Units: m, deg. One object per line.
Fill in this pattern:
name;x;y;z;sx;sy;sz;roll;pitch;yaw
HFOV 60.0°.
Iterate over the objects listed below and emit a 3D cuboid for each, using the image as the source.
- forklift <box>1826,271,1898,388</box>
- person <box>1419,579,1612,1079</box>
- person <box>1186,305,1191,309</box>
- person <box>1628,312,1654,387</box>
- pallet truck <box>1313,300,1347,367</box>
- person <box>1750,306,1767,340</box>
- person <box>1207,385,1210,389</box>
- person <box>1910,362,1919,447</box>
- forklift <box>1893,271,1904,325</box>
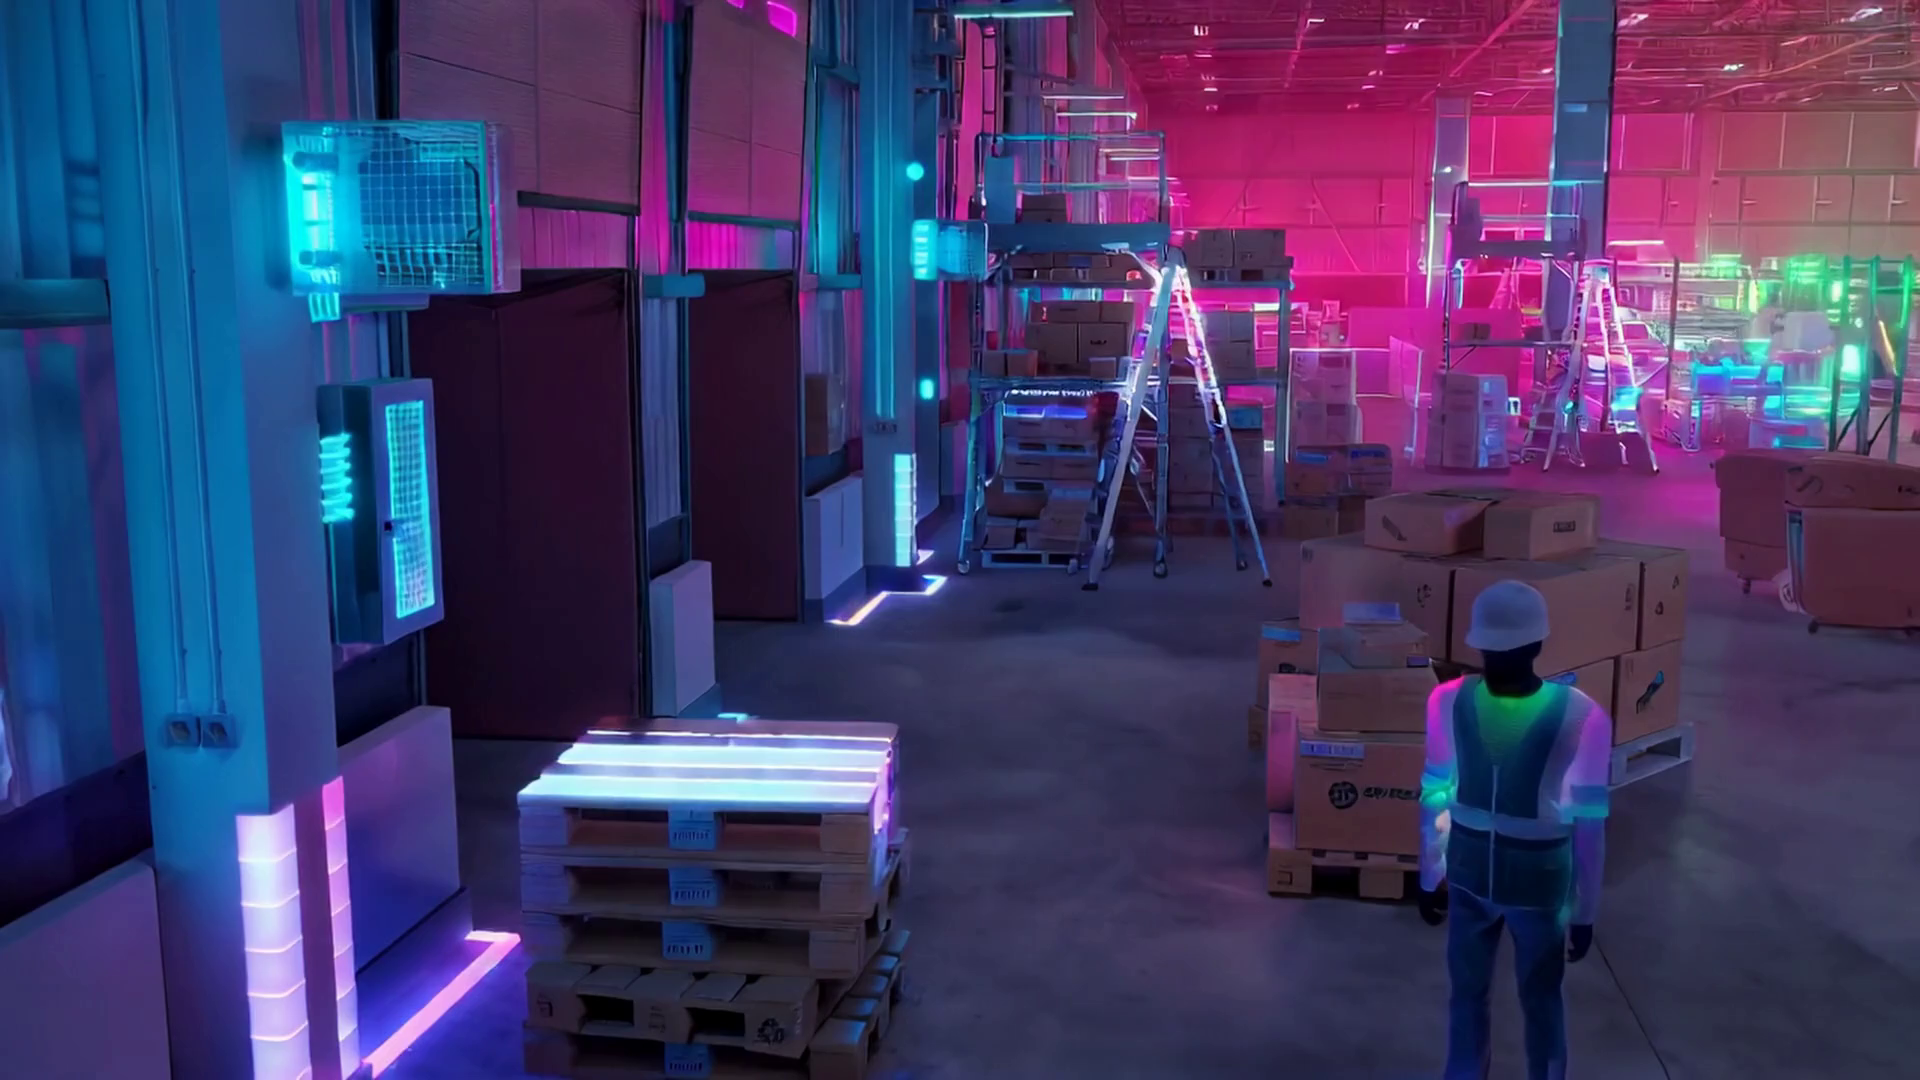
forklift;21.070;-4.771;38.191;1.873;2.768;1.129;1;9;9
person;1.693;1.063;5.181;0.587;1.918;0.398;8;12;39
person;6.171;-5.356;44.736;0.544;1.930;0.388;-5;11;-30
person;15.637;-4.298;38.278;0.708;1.907;0.576;-9;13;-43
pallet truck;11.159;-6.200;49.718;0.823;1.965;1.885;4;10;26
person;21.966;-5.499;45.829;1.082;1.855;0.640;3;10;21
person;5.162;-3.653;35.141;0.319;1.631;0.525;-5;11;-30
person;15.634;-2.368;26.890;0.319;1.739;0.485;9;13;43
forklift;26.597;-6.291;47.564;1.873;2.768;1.129;4;10;23
